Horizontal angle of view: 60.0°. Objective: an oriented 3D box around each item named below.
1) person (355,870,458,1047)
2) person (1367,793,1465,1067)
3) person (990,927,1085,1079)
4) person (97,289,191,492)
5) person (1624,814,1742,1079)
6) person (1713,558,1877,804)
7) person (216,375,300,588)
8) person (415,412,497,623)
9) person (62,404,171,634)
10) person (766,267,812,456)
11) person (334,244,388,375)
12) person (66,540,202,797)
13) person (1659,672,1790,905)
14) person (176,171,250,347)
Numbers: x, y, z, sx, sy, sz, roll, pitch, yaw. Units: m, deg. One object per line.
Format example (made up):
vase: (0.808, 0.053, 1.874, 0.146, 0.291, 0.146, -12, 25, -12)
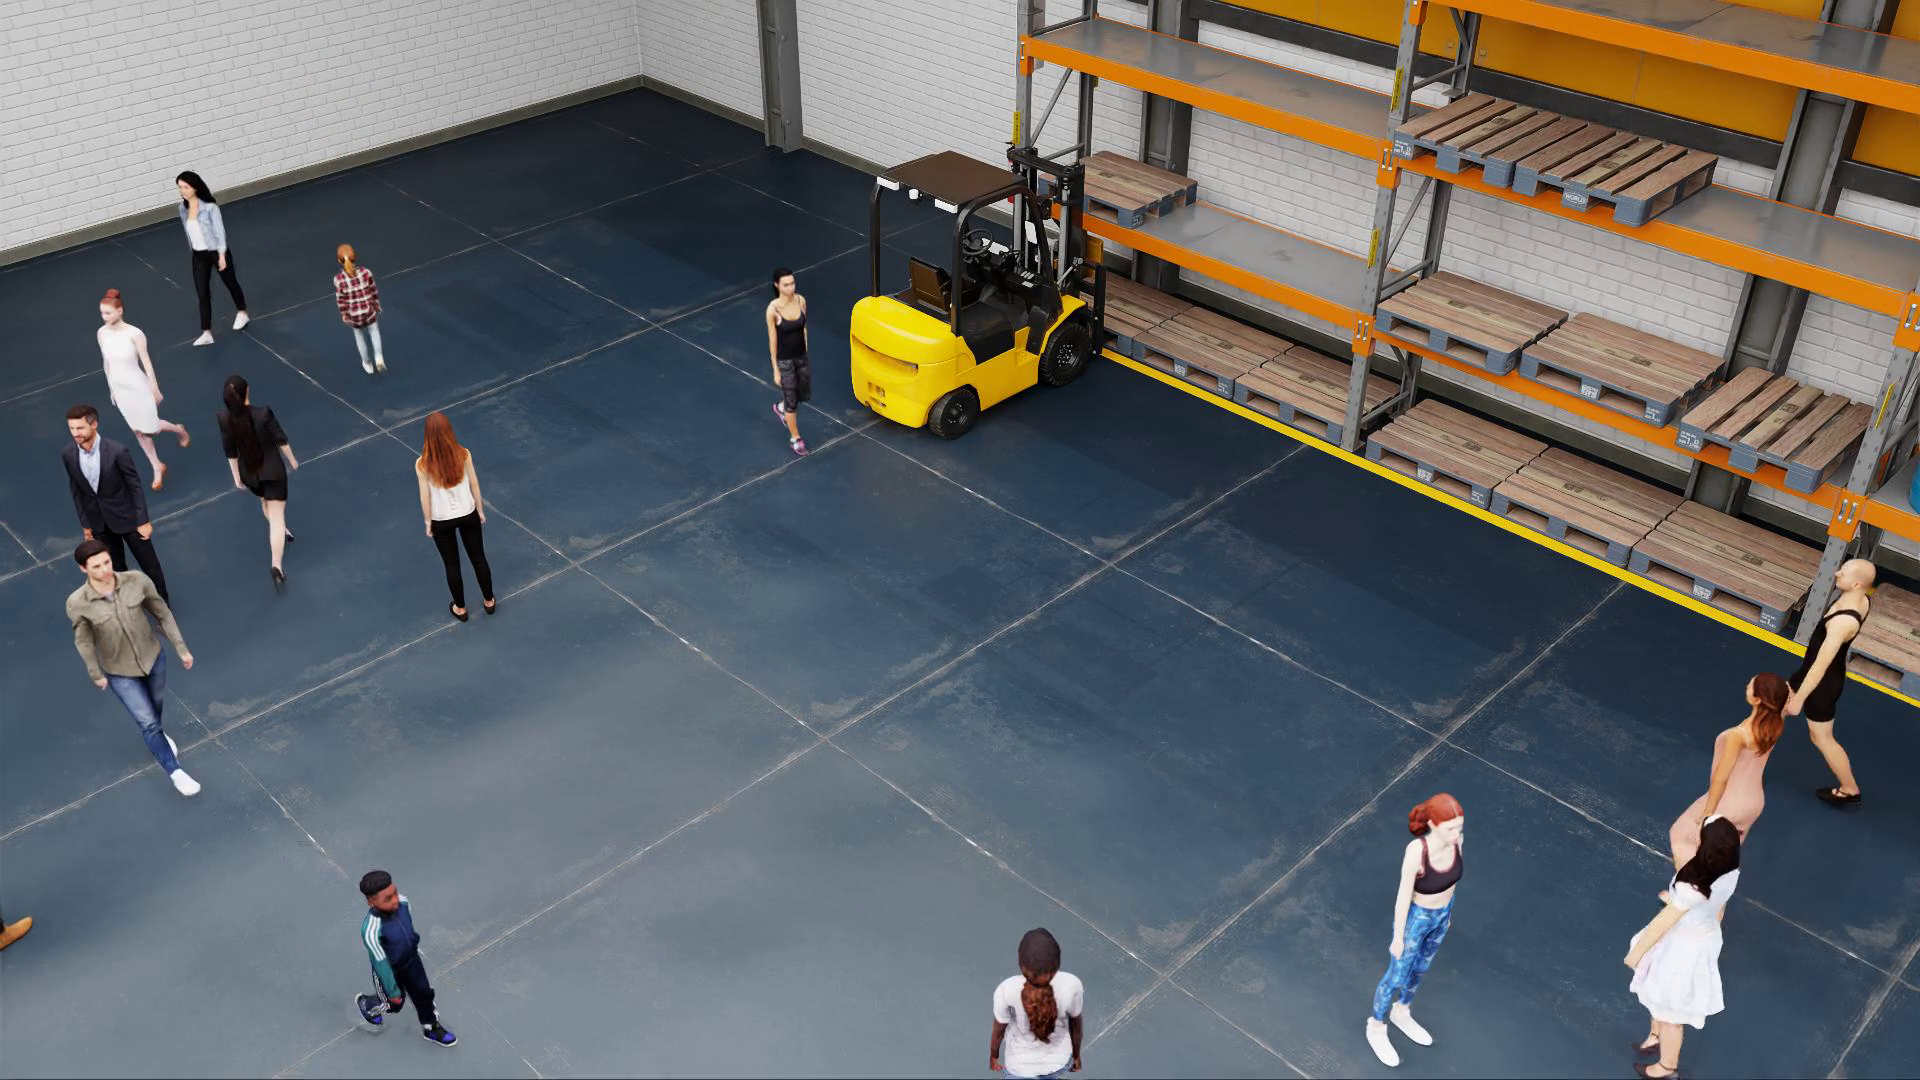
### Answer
person: (-3.085, 2.257, 8.960, 0.867, 1.242, 0.664, 14, 36, 20)
person: (2.440, 2.036, 8.802, 0.617, 1.785, 0.623, -20, 39, -27)
person: (0.399, 2.579, 8.047, 0.735, 1.717, 0.781, -7, 34, -10)
person: (-6.765, -1.260, 13.766, 0.855, 1.779, 0.863, 7, 34, 10)
person: (3.793, 2.201, 8.544, 0.666, 1.796, 0.809, -27, 42, -35)
person: (5.514, 0.938, 10.466, 1.209, 1.772, 0.854, 19, 38, 26)
person: (-5.295, -0.431, 12.630, 1.014, 1.657, 1.092, -1, 34, -2)
person: (-3.697, -0.169, 12.176, 0.638, 1.722, 0.592, -17, 37, -23)
person: (-6.107, -0.158, 12.029, 0.741, 1.868, 0.791, -2, 34, -2)
person: (-1.515, -1.561, 14.278, 0.611, 1.714, 0.795, -24, 40, -32)
person: (-5.574, -2.123, 15.500, 0.626, 1.297, 0.718, -17, 37, -23)
person: (-5.347, 0.746, 10.713, 1.144, 1.817, 0.727, 27, 42, 34)
person: (4.461, 1.562, 9.485, 0.719, 1.818, 0.738, -14, 36, -19)
person: (-7.213, -2.781, 16.150, 1.058, 1.673, 1.049, 4, 34, 6)
